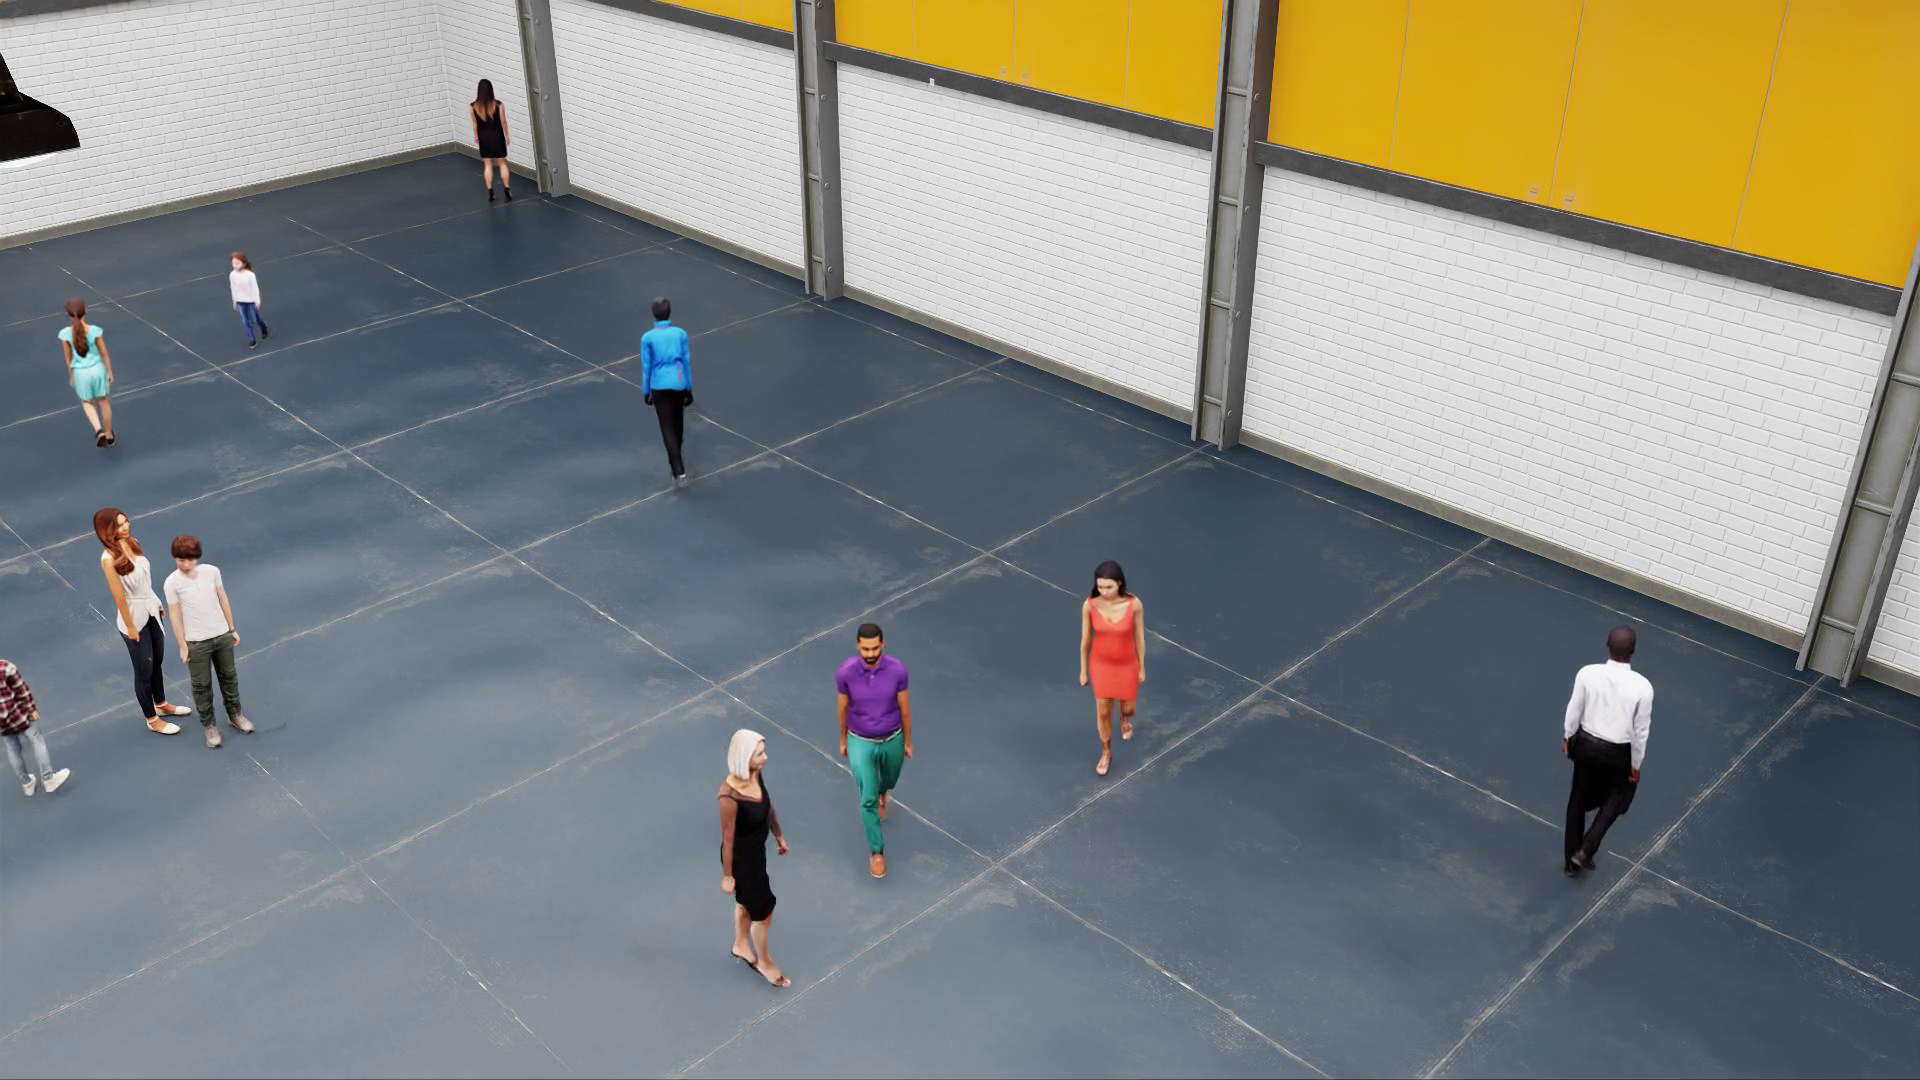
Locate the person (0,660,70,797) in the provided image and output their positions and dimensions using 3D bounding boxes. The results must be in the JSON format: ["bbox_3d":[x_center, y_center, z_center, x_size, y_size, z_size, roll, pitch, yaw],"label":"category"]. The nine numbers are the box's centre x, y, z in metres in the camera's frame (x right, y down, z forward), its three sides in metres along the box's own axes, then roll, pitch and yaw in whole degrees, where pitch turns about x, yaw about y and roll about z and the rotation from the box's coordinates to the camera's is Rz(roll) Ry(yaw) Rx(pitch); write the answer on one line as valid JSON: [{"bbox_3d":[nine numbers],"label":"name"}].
[{"bbox_3d":[-6.523,1.191,11.406,0.664,1.293,0.706,4,29,8],"label":"person"}]

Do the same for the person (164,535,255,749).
[{"bbox_3d":[-5.410,0.694,11.941,0.573,1.653,0.530,-25,37,-37],"label":"person"}]

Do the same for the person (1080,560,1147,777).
[{"bbox_3d":[1.081,0.842,11.623,0.884,1.697,0.920,2,29,4],"label":"person"}]

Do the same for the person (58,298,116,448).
[{"bbox_3d":[-8.504,-1.602,16.254,0.688,1.554,0.816,-13,31,-23],"label":"person"}]

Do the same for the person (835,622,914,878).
[{"bbox_3d":[-0.553,1.261,10.812,1.048,1.738,1.179,-2,29,-4],"label":"person"}]

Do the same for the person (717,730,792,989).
[{"bbox_3d":[-1.315,1.842,9.755,0.811,1.731,0.770,9,30,17],"label":"person"}]

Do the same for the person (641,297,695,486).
[{"bbox_3d":[-2.711,-1.377,15.626,0.919,1.759,1.253,-12,31,-21],"label":"person"}]

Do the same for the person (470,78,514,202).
[{"bbox_3d":[-6.609,-5.643,23.491,0.751,1.716,0.793,-3,29,-5],"label":"person"}]

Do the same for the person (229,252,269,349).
[{"bbox_3d":[-8.048,-2.729,18.792,0.614,1.101,0.668,1,29,2],"label":"person"}]

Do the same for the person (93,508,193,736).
[{"bbox_3d":[-5.951,0.571,12.029,0.718,1.785,0.660,0,29,1],"label":"person"}]

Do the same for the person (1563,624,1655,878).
[{"bbox_3d":[4.013,1.398,10.474,0.727,1.822,0.804,17,33,29],"label":"person"}]
